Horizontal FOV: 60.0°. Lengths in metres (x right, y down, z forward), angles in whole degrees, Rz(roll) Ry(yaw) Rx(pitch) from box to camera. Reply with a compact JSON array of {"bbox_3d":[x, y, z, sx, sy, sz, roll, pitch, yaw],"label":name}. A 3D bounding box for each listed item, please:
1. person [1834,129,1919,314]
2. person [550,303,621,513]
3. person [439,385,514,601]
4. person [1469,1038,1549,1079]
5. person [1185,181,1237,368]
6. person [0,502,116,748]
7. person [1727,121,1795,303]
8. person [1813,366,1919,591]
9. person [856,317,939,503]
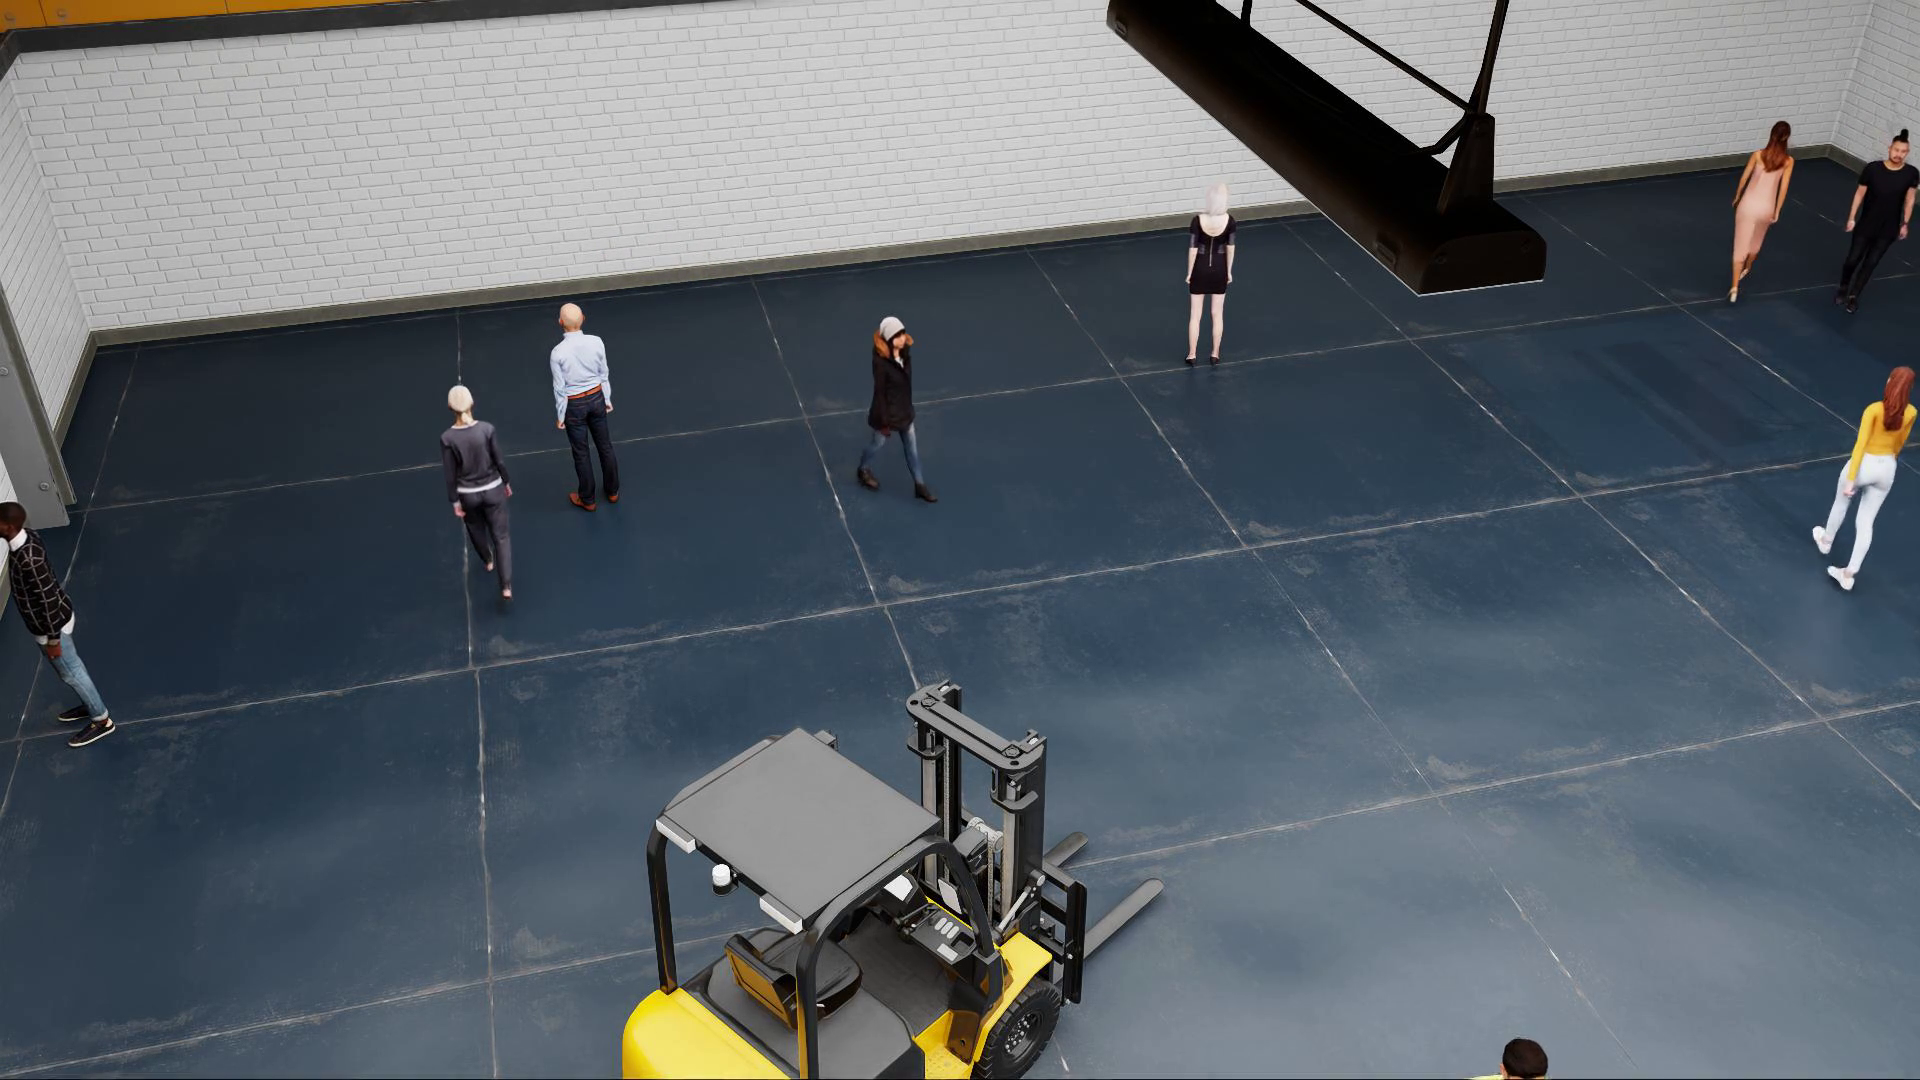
[{"bbox_3d":[9.058,-3.163,16.412,0.801,1.856,0.825,12,36,18],"label":"person"},{"bbox_3d":[-3.012,-1.064,13.312,0.726,1.791,0.708,-23,40,-31],"label":"person"},{"bbox_3d":[-3.531,-0.326,12.290,0.622,1.694,1.065,-9,35,-14],"label":"person"},{"bbox_3d":[2.413,2.800,7.613,0.699,1.665,1.054,-6,34,-9],"label":"person"},{"bbox_3d":[2.303,-2.448,15.362,0.626,1.827,0.584,0,34,0],"label":"person"},{"bbox_3d":[-5.953,0.525,10.896,0.796,1.820,0.603,-20,38,-27],"label":"person"},{"bbox_3d":[7.926,-3.235,16.575,0.979,1.795,1.102,12,36,18],"label":"person"},{"bbox_3d":[6.814,-0.423,12.429,0.799,1.702,1.075,-3,34,-4],"label":"person"},{"bbox_3d":[-0.613,-1.072,13.500,1.145,1.596,1.026,23,40,31],"label":"person"}]
